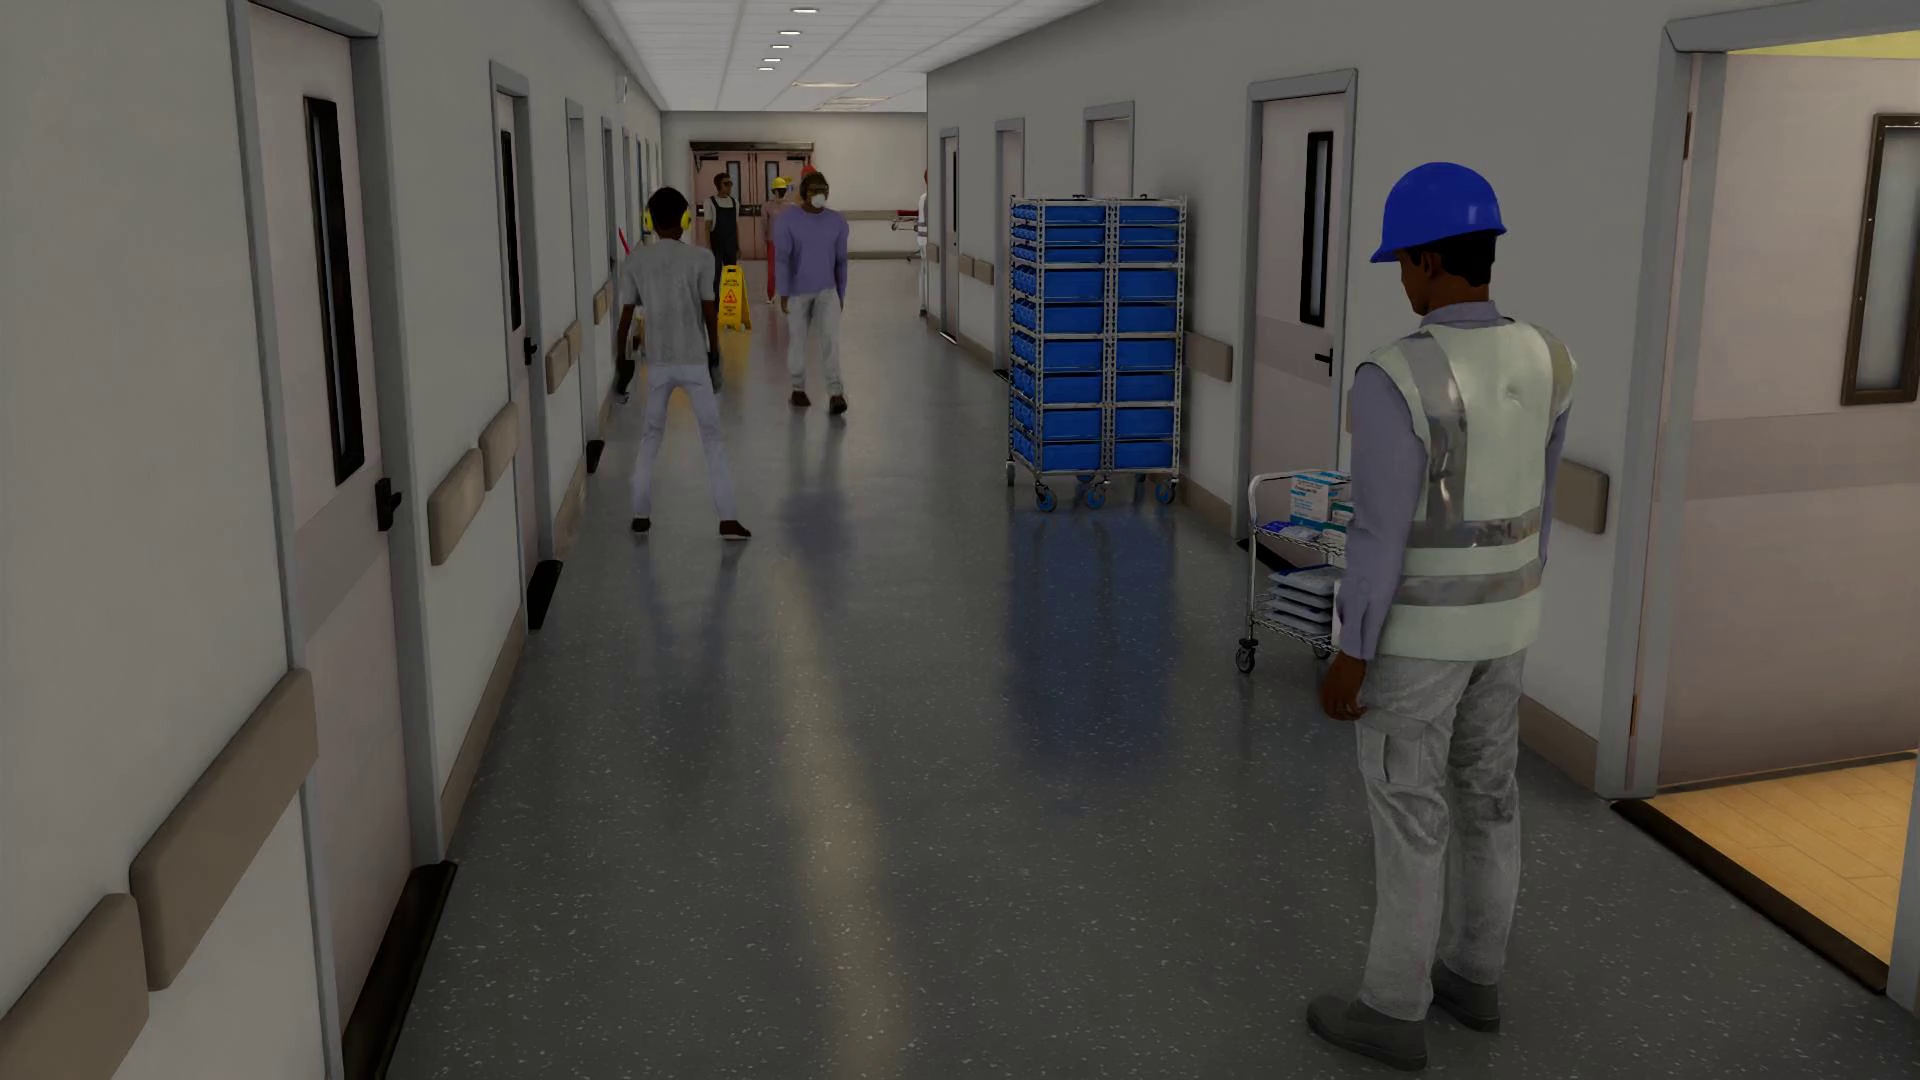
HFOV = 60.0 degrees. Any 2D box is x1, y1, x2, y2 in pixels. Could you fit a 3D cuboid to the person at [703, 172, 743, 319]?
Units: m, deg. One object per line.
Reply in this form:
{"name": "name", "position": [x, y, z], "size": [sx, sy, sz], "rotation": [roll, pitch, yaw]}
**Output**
{"name": "person", "position": [-2.986, -3.708, 21.050], "size": [0.507, 1.847, 0.345], "rotation": [-11, 17, -40]}

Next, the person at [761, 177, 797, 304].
{"name": "person", "position": [-2.542, -4.214, 23.473], "size": [0.533, 1.771, 0.301], "rotation": [-2, 13, -10]}

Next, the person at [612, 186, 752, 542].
{"name": "person", "position": [-1.479, -0.901, 8.662], "size": [0.706, 1.833, 0.492], "rotation": [2, 13, 9]}

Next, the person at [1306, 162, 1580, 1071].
{"name": "person", "position": [1.022, 0.181, 3.575], "size": [0.602, 1.939, 0.397], "rotation": [-9, 15, -34]}

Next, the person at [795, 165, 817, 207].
{"name": "person", "position": [-2.325, -4.831, 25.838], "size": [0.373, 1.938, 0.571], "rotation": [5, 13, 19]}

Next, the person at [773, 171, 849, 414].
{"name": "person", "position": [-1.159, -1.955, 13.183], "size": [0.634, 1.885, 1.023], "rotation": [-4, 13, -16]}
